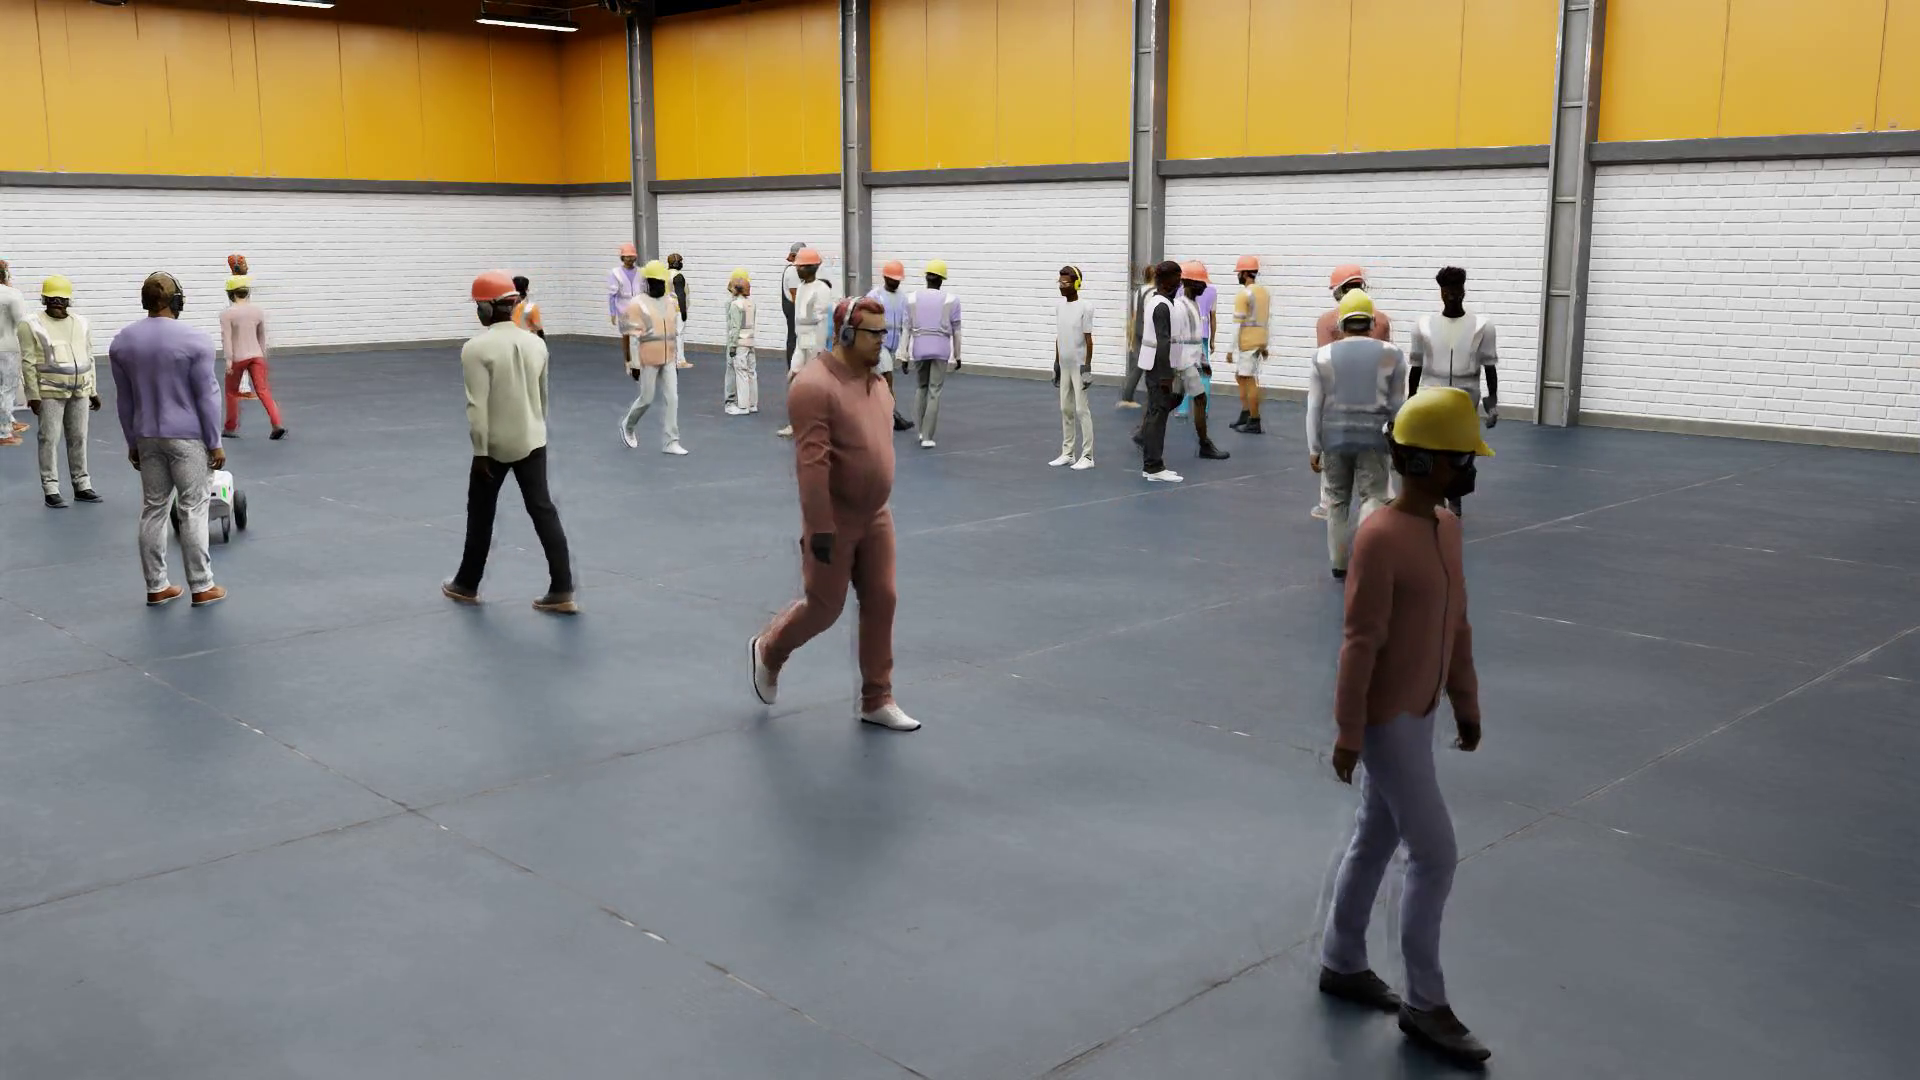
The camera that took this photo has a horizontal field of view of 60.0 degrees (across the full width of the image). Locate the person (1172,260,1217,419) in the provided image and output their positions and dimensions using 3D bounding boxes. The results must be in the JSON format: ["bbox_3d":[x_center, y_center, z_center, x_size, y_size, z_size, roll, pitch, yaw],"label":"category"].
[{"bbox_3d":[2.700,-2.319,19.318,0.564,1.846,0.393,-2,11,-9],"label":"person"}]

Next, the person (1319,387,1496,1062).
[{"bbox_3d":[1.246,0.474,4.381,0.697,1.739,0.539,8,13,36],"label":"person"}]

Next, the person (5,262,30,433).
[{"bbox_3d":[-10.405,-2.107,18.059,0.356,1.885,0.572,-4,11,-19],"label":"person"}]

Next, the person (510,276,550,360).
[{"bbox_3d":[-4.905,-2.132,18.778,0.544,1.678,0.623,5,11,23],"label":"person"}]

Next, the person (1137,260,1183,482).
[{"bbox_3d":[1.748,-1.470,14.508,0.392,1.914,0.589,0,10,0],"label":"person"}]

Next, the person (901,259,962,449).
[{"bbox_3d":[-0.268,-1.892,16.880,0.593,1.881,0.873,2,11,11],"label":"person"}]

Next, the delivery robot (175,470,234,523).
[{"bbox_3d":[-5.358,-0.341,11.803,0.477,0.478,0.707,-4,11,-20],"label":"delivery robot"}]

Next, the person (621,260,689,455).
[{"bbox_3d":[-3.016,-1.792,16.306,0.825,1.900,0.597,9,14,42],"label":"person"}]

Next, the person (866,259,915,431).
[{"bbox_3d":[-0.840,-2.156,18.388,0.945,1.884,0.565,10,15,44],"label":"person"}]

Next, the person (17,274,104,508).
[{"bbox_3d":[-7.083,-1.177,13.147,0.404,1.827,0.589,6,12,30],"label":"person"}]

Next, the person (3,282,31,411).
[{"bbox_3d":[-11.527,-2.363,20.176,0.362,1.617,0.548,-1,10,-6],"label":"person"}]

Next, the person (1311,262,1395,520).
[{"bbox_3d":[2.938,-1.053,12.186,0.644,1.948,0.906,-3,11,-14],"label":"person"}]

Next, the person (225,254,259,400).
[{"bbox_3d":[-9.360,-2.769,21.676,0.355,1.882,0.576,-6,12,-30],"label":"person"}]

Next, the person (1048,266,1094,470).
[{"bbox_3d":[1.033,-1.573,15.235,0.329,1.861,0.506,-8,13,-36],"label":"person"}]

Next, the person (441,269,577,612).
[{"bbox_3d":[-2.579,-0.560,9.476,1.018,1.941,0.643,7,13,34],"label":"person"}]

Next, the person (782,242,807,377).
[{"bbox_3d":[-2.385,-3.420,24.794,0.536,2.000,0.684,-2,11,-11],"label":"person"}]

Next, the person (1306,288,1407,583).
[{"bbox_3d":[2.369,-0.594,9.992,0.593,1.816,0.690,3,11,17],"label":"person"}]

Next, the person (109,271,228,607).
[{"bbox_3d":[-4.532,-0.568,9.562,0.623,1.932,0.368,2,11,10],"label":"person"}]

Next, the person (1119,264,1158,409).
[{"bbox_3d":[2.367,-2.506,20.535,1.024,1.780,0.548,-6,12,-29],"label":"person"}]

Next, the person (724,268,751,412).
[{"bbox_3d":[-2.654,-2.403,20.085,0.333,1.734,0.481,4,11,23],"label":"person"}]

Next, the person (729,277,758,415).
[{"bbox_3d":[-2.587,-2.304,19.808,0.306,1.637,0.524,4,11,20],"label":"person"}]

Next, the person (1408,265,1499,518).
[{"bbox_3d":[3.603,-1.048,12.170,0.640,1.930,0.941,3,11,16],"label":"person"}]

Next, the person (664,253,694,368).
[{"bbox_3d":[-4.561,-3.685,26.785,0.429,1.844,0.627,-8,13,-36],"label":"person"}]

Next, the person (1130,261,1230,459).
[{"bbox_3d":[2.101,-1.722,15.954,0.962,1.898,0.548,4,11,19],"label":"person"}]

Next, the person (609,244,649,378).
[{"bbox_3d":[-4.927,-3.424,24.932,0.629,1.991,1.018,-4,11,-22],"label":"person"}]

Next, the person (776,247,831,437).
[{"bbox_3d":[-1.517,-2.107,17.711,0.910,2.019,0.613,-7,12,-33],"label":"person"}]

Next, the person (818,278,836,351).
[{"bbox_3d":[-1.495,-1.991,18.007,0.551,1.660,0.520,-6,12,-31],"label":"person"}]

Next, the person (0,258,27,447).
[{"bbox_3d":[-9.656,-1.904,16.869,0.637,1.919,0.609,4,11,19],"label":"person"}]

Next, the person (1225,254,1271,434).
[{"bbox_3d":[3.059,-2.110,17.977,0.596,1.917,0.578,8,13,38],"label":"person"}]

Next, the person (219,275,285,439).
[{"bbox_3d":[-7.461,-1.911,17.411,0.899,1.721,0.536,7,12,33],"label":"person"}]

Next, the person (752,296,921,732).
[{"bbox_3d":[-0.543,-0.117,7.232,0.773,1.876,0.648,8,13,36],"label":"person"}]
